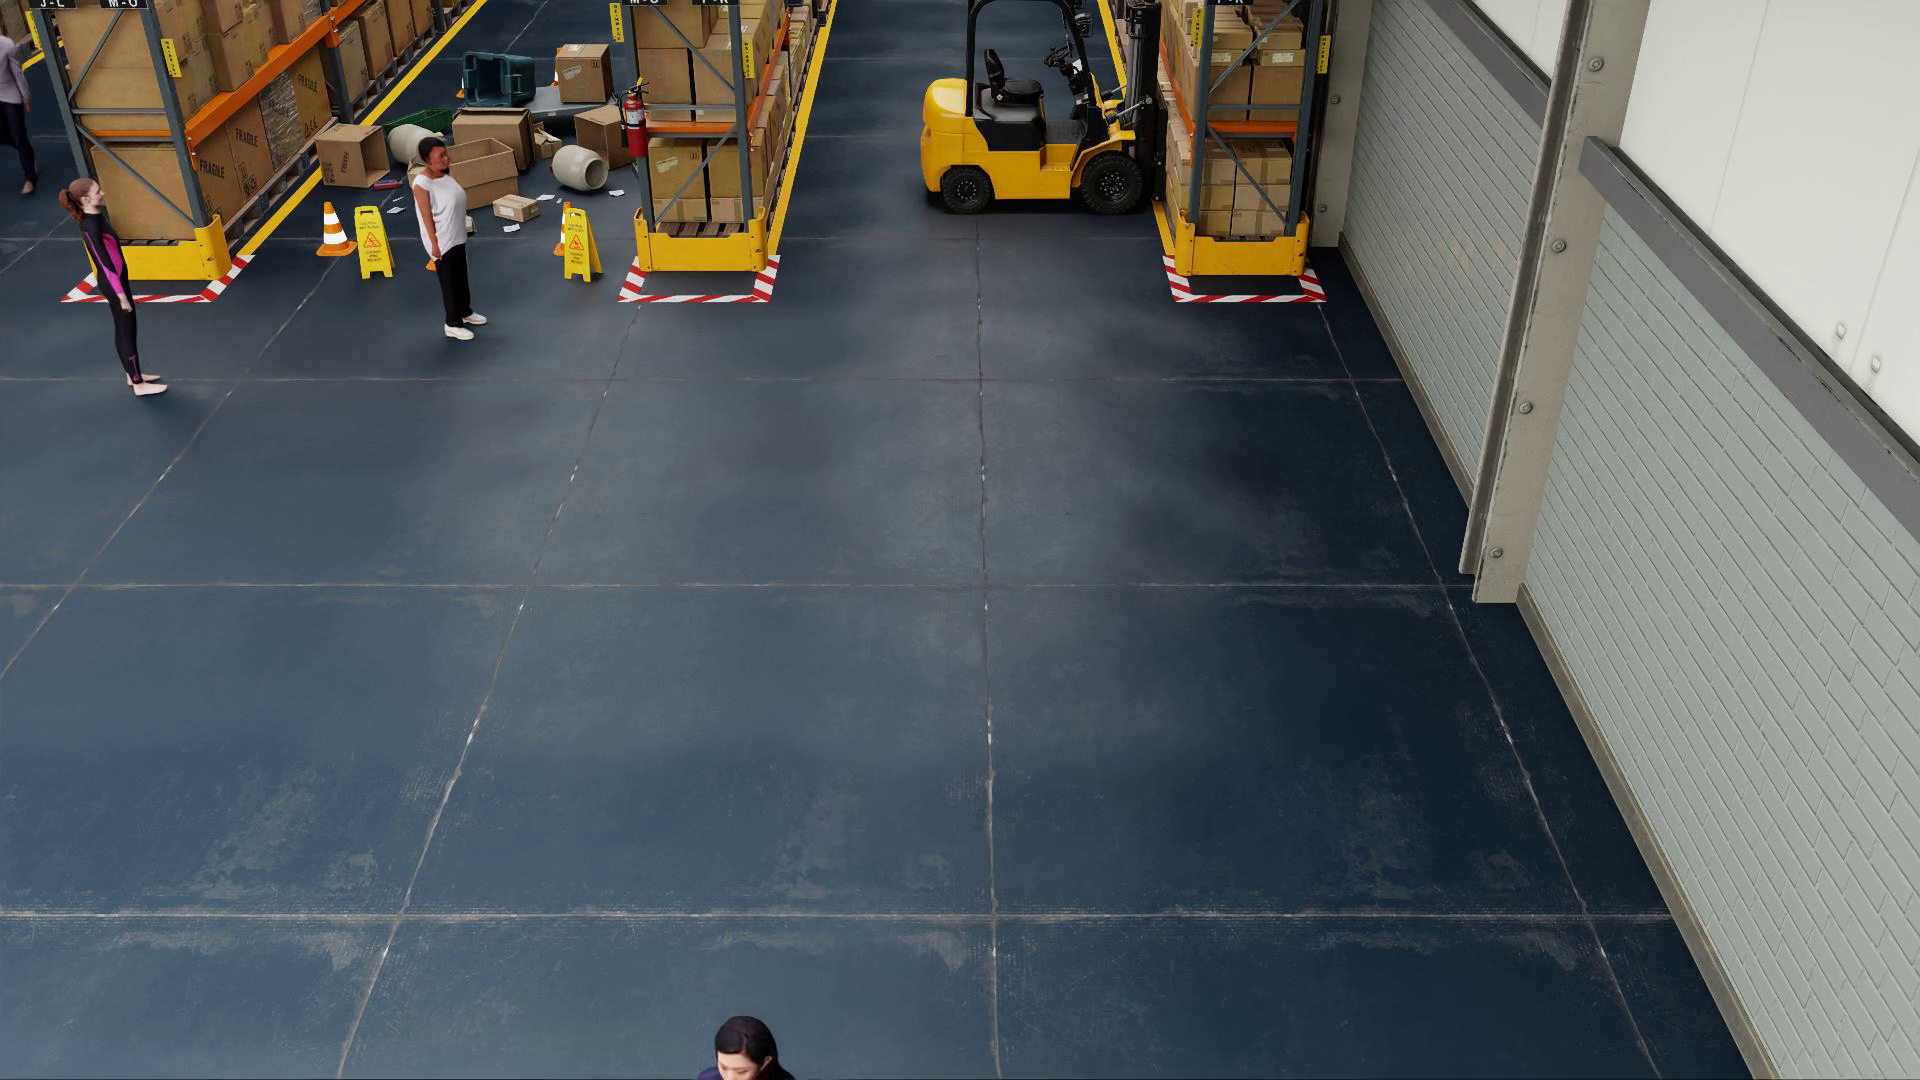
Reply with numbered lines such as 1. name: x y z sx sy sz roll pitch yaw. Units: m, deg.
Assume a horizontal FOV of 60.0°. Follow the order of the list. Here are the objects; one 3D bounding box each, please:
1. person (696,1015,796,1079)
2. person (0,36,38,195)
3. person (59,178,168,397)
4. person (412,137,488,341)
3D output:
1. person: -0.678 2.300 6.148 0.728 1.719 0.758 10 34 15
2. person: -9.616 -4.458 16.757 0.731 1.830 1.010 -3 32 -5
3. person: -6.554 -1.968 12.884 0.725 1.752 0.651 -19 37 -27
4. person: -4.258 -2.531 13.835 0.742 1.688 0.582 4 33 7
